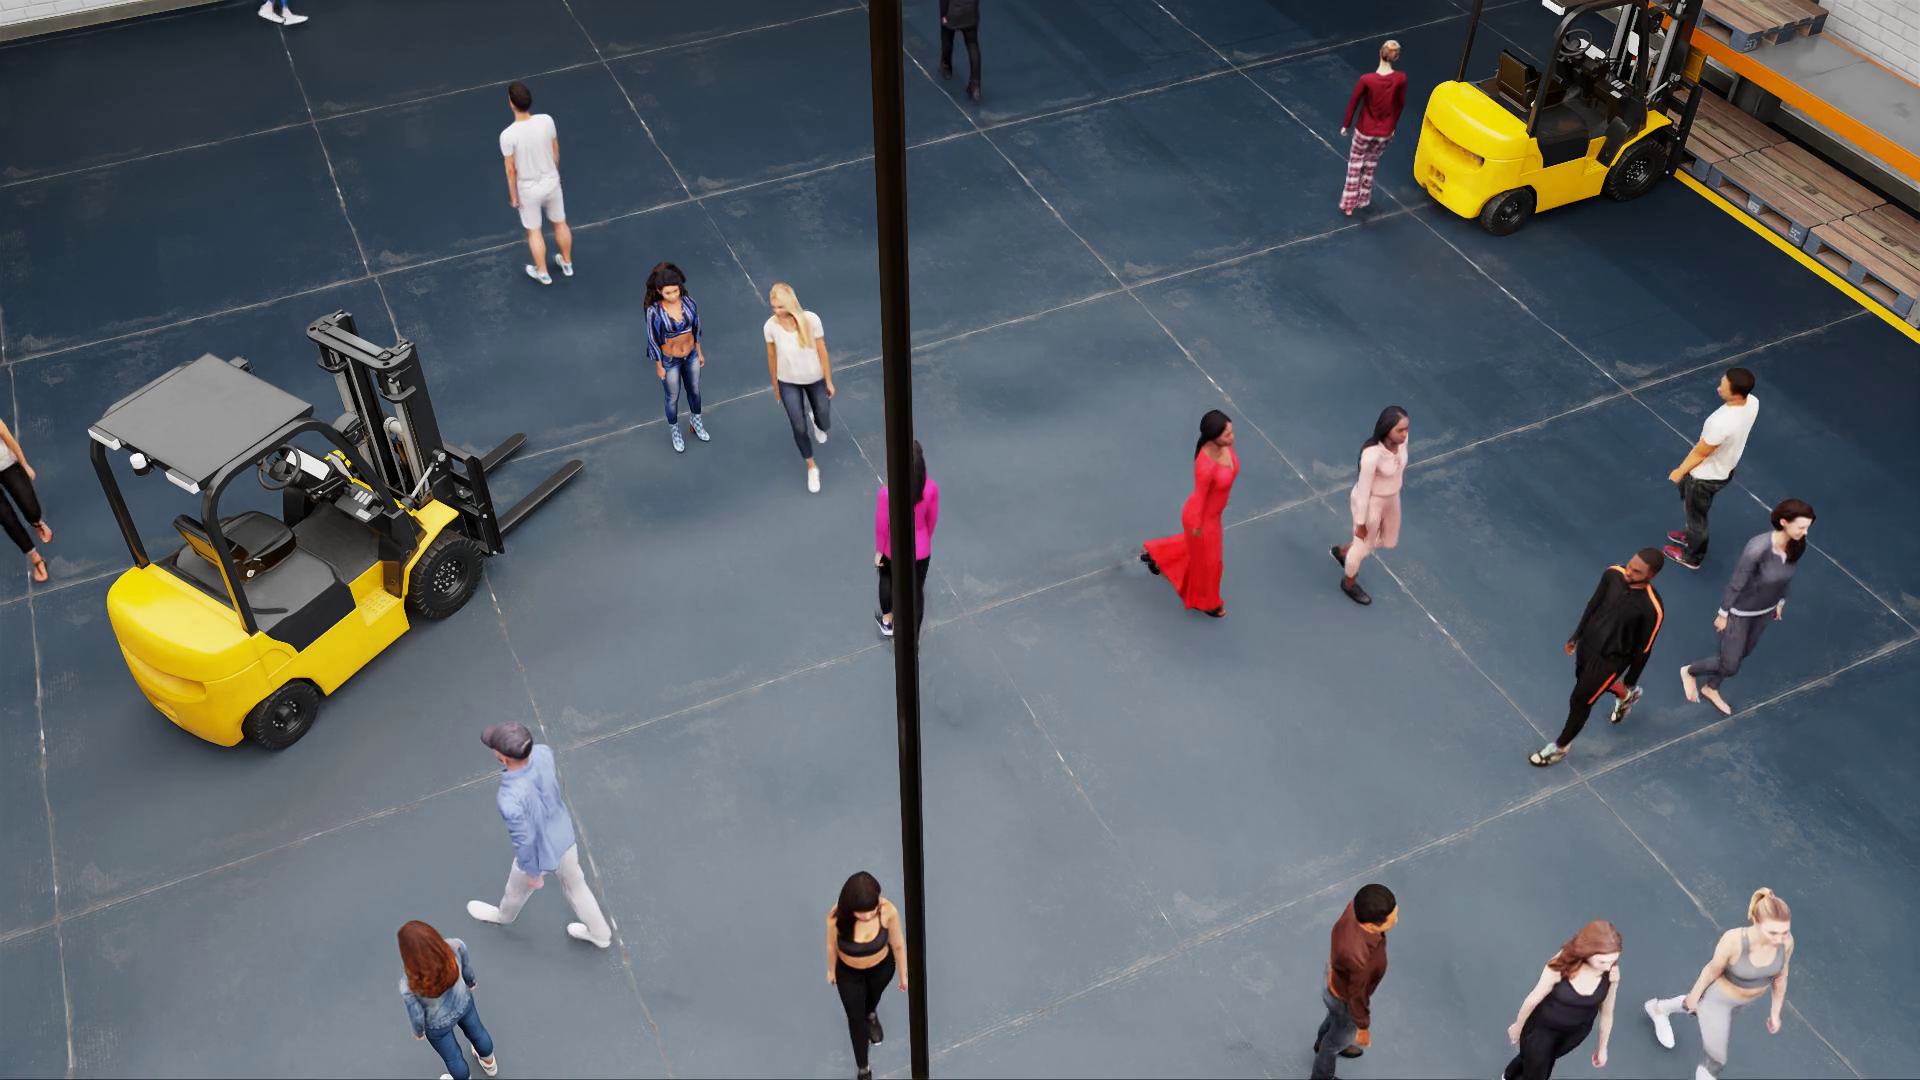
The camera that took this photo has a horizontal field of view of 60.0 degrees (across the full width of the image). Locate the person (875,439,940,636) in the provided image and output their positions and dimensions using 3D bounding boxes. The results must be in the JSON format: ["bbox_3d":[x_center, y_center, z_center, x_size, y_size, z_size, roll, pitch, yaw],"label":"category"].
[{"bbox_3d":[-0.328,0.126,10.965,0.688,1.675,0.758,-14,45,-14],"label":"person"}]

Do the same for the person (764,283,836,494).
[{"bbox_3d":[-1.169,-1.200,12.266,0.788,1.788,0.959,-9,44,-9],"label":"person"}]

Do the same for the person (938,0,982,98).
[{"bbox_3d":[0.040,-5.245,16.543,0.696,1.745,1.125,-14,45,-14],"label":"person"}]

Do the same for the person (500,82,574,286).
[{"bbox_3d":[-3.573,-3.025,14.133,0.746,1.857,0.696,-31,51,-28],"label":"person"}]

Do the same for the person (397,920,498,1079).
[{"bbox_3d":[-2.677,2.439,8.672,0.655,1.478,0.640,26,50,25],"label":"person"}]

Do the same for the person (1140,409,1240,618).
[{"bbox_3d":[1.587,-0.199,11.240,1.009,1.766,0.926,18,47,18],"label":"person"}]

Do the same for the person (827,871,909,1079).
[{"bbox_3d":[-0.506,2.200,8.812,0.693,1.629,0.900,-8,44,-9],"label":"person"}]

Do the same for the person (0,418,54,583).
[{"bbox_3d":[-6.705,-0.506,11.520,0.668,1.813,0.774,-24,49,-23],"label":"person"}]

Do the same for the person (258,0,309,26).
[{"bbox_3d":[-7.362,-6.239,17.578,0.675,1.768,0.680,-24,49,-23],"label":"person"}]

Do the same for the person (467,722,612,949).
[{"bbox_3d":[-2.236,1.692,9.183,1.175,1.853,1.111,14,45,14],"label":"person"}]

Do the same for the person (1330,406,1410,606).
[{"bbox_3d":[2.759,-0.275,11.353,0.740,1.710,0.785,-33,53,-30],"label":"person"}]

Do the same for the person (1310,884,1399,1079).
[{"bbox_3d":[1.969,2.309,8.592,0.841,1.777,0.746,8,44,9],"label":"person"}]

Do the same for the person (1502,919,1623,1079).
[{"bbox_3d":[3.033,2.396,8.537,0.691,1.726,0.754,-6,44,-6],"label":"person"}]

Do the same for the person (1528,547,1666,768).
[{"bbox_3d":[4.075,0.674,10.304,0.716,1.783,1.050,-15,46,-16],"label":"person"}]

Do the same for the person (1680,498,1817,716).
[{"bbox_3d":[4.977,0.385,10.621,0.622,1.764,0.602,-18,46,-18],"label":"person"}]

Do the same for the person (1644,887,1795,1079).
[{"bbox_3d":[3.962,2.312,8.670,0.743,1.664,1.165,-8,44,-9],"label":"person"}]

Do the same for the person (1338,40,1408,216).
[{"bbox_3d":[3.740,-3.668,14.930,0.736,1.688,0.716,-6,44,-6],"label":"person"}]

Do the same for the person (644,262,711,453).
[{"bbox_3d":[-2.132,-1.381,12.581,0.639,1.617,0.593,-25,49,-24],"label":"person"}]

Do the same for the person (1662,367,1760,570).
[{"bbox_3d":[5.263,-0.438,11.489,0.773,1.768,0.759,-33,53,-30],"label":"person"}]
